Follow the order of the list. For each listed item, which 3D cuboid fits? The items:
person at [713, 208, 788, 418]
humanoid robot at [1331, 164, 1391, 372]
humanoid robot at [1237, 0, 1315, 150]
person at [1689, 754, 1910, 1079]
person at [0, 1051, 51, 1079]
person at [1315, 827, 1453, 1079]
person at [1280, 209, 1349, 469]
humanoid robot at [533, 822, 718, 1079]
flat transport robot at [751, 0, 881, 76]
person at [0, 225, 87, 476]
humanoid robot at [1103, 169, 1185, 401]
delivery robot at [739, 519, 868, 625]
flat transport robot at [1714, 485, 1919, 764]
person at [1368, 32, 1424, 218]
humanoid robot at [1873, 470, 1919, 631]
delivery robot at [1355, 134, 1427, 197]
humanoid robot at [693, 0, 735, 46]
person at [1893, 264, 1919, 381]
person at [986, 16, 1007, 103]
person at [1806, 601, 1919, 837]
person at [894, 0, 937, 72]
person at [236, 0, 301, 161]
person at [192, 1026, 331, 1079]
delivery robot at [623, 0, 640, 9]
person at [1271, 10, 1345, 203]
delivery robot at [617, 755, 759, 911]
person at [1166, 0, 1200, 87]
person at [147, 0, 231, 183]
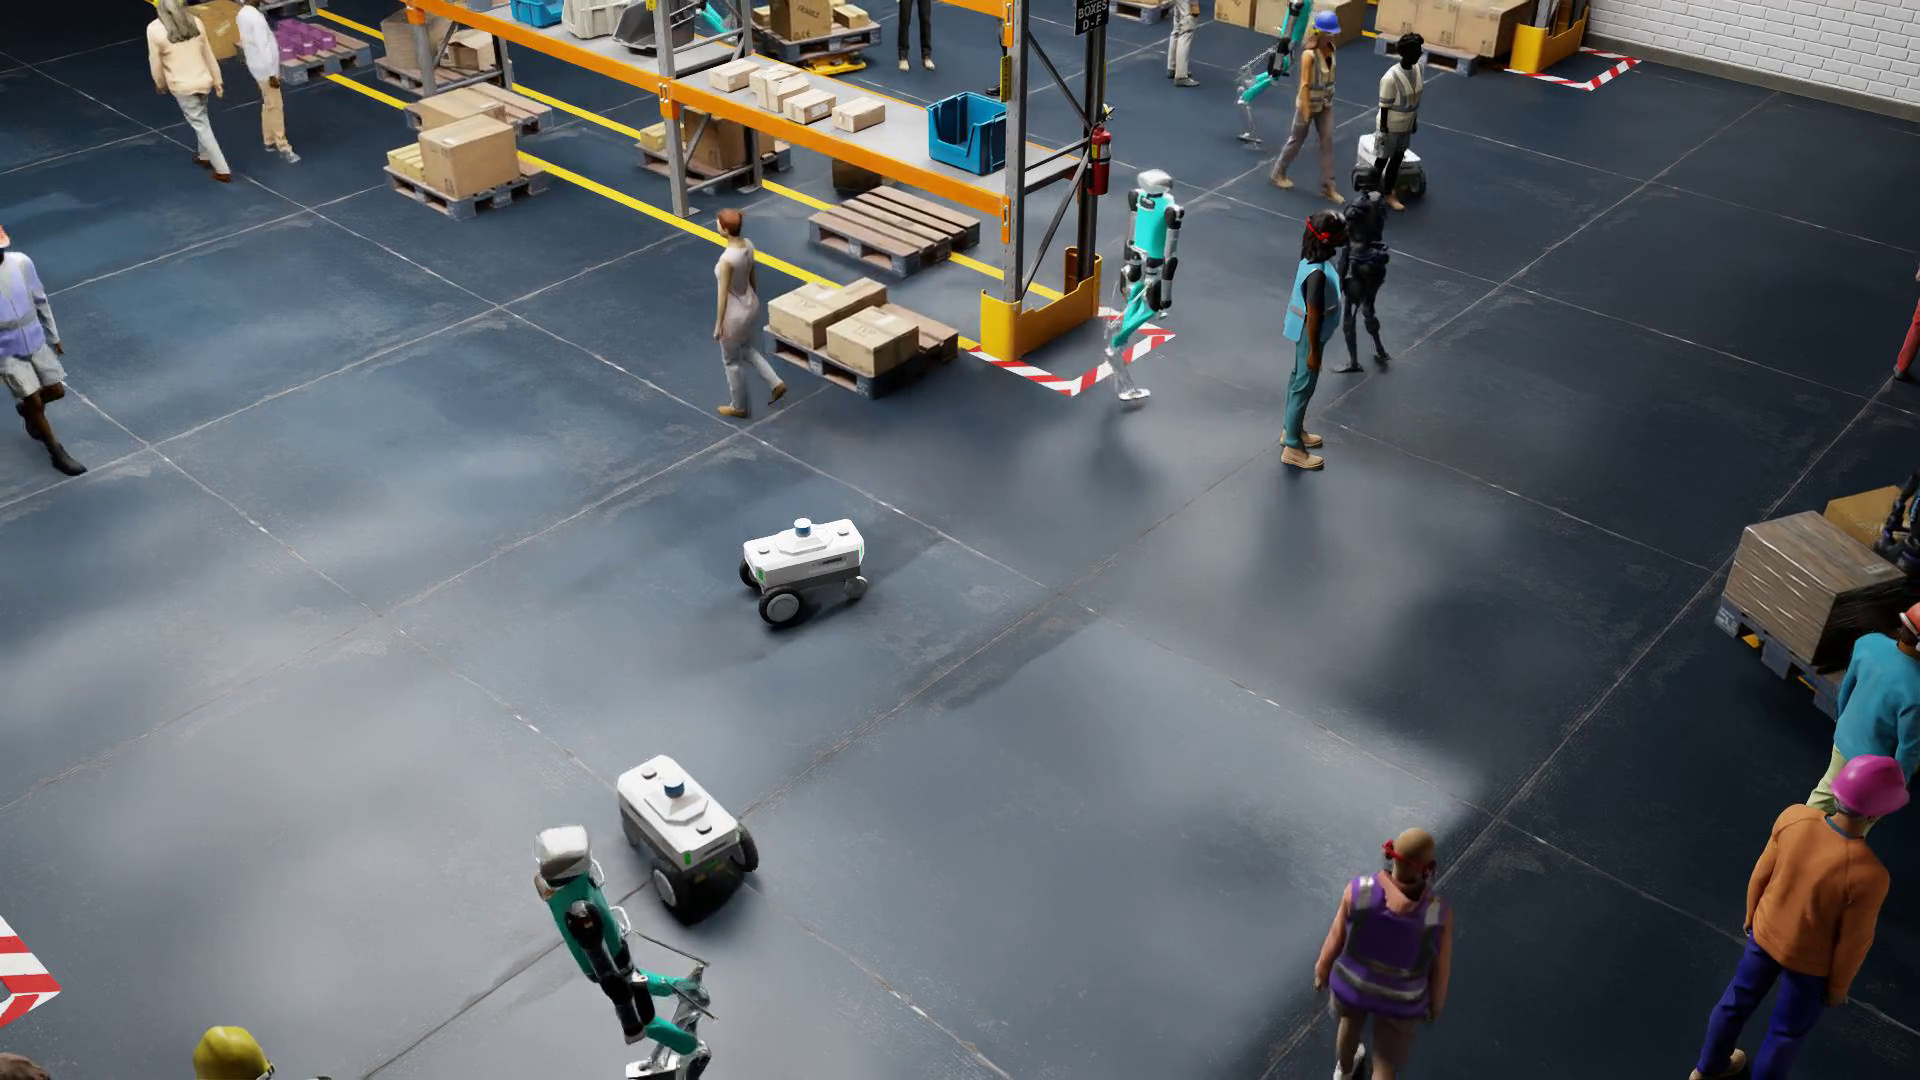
[{"bbox_3d":[-1.573,-1.596,11.906,0.443,1.643,0.456,13,37,18],"label":"person"},{"bbox_3d":[3.076,-2.027,12.513,0.437,1.646,0.590,27,43,33],"label":"humanoid robot"},{"bbox_3d":[2.990,-4.689,16.348,0.871,1.794,0.545,16,38,22],"label":"humanoid robot"},{"bbox_3d":[3.487,1.664,6.891,0.389,1.982,0.516,-15,37,-21],"label":"person"},{"bbox_3d":[-3.267,2.441,6.046,0.338,1.661,0.483,-29,44,-35],"label":"person"},{"bbox_3d":[1.711,1.892,6.846,0.530,1.655,0.768,14,37,20],"label":"person"},{"bbox_3d":[2.413,-1.387,11.415,0.390,1.866,0.524,6,35,8],"label":"person"},{"bbox_3d":[-1.287,1.820,6.926,0.774,1.808,0.534,-16,38,-22],"label":"humanoid robot"},{"bbox_3d":[-1.702,-5.579,18.893,0.659,0.231,1.431,-20,39,-26],"label":"flat transport robot"},{"bbox_3d":[-6.449,-1.353,11.320,0.653,1.916,0.553,21,40,28],"label":"person"},{"bbox_3d":[1.201,-1.714,12.099,0.736,1.896,0.560,-21,40,-27],"label":"humanoid robot"},{"bbox_3d":[-0.984,0.149,10.351,0.794,0.603,0.499,-13,37,-19],"label":"delivery robot"},{"bbox_3d":[5.234,0.747,9.728,0.659,0.231,1.431,-12,36,-17],"label":"flat transport robot"},{"bbox_3d":[3.928,-3.736,14.972,0.528,1.688,0.322,-26,43,-33],"label":"person"},{"bbox_3d":[5.344,0.140,9.377,0.323,1.648,0.599,-5,35,-7],"label":"humanoid robot"},{"bbox_3d":[4.050,-3.546,15.713,0.499,0.614,0.815,-8,35,-12],"label":"delivery robot"},{"bbox_3d":[-2.676,-5.861,18.011,0.650,1.799,0.531,-1,35,-1],"label":"humanoid robot"},{"bbox_3d":[7.384,-1.960,12.339,0.522,1.760,0.321,24,41,30],"label":"person"},{"bbox_3d":[0.458,-5.527,17.351,0.360,1.934,0.550,-4,35,-5],"label":"person"},{"bbox_3d":[4.441,1.006,8.053,0.336,1.742,0.562,-4,35,-5],"label":"person"},{"bbox_3d":[-0.490,-6.060,18.213,0.504,1.838,0.340,-6,35,-8],"label":"person"},{"bbox_3d":[-6.741,-4.565,16.163,0.319,1.704,0.644,-20,39,-27],"label":"person"},{"bbox_3d":[-2.402,2.399,5.969,0.591,1.824,0.403,-22,40,-28],"label":"person"},{"bbox_3d":[-4.144,-6.562,20.046,0.747,0.572,0.499,14,37,20],"label":"delivery robot"},{"bbox_3d":[3.258,-4.011,15.343,0.475,1.750,0.821,-23,41,-29],"label":"person"},{"bbox_3d":[-1.425,1.445,8.461,0.499,0.590,0.789,-26,42,-32],"label":"delivery robot"},{"bbox_3d":[2.412,-5.839,17.846,0.397,1.891,0.543,-8,35,-11],"label":"person"},{"bbox_3d":[-7.327,-4.327,15.695,0.850,1.836,0.539,23,41,30],"label":"person"}]
